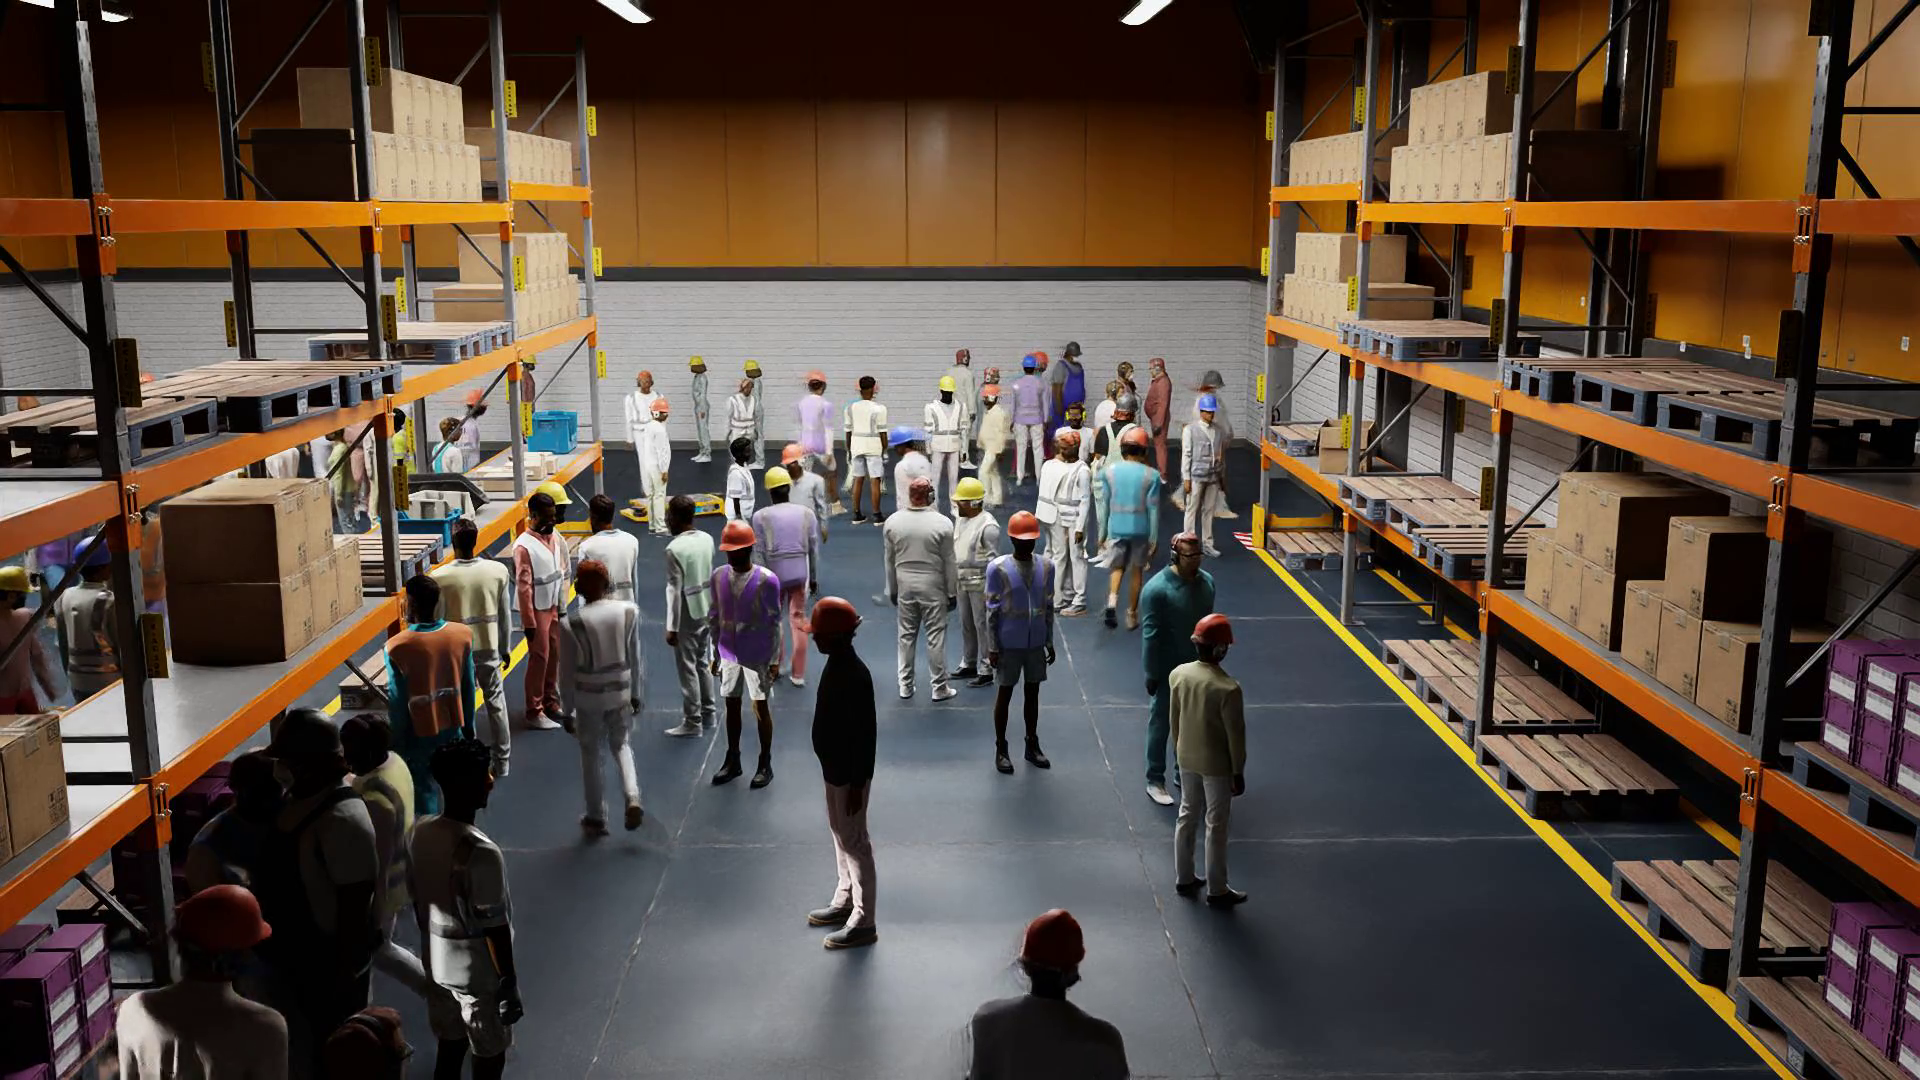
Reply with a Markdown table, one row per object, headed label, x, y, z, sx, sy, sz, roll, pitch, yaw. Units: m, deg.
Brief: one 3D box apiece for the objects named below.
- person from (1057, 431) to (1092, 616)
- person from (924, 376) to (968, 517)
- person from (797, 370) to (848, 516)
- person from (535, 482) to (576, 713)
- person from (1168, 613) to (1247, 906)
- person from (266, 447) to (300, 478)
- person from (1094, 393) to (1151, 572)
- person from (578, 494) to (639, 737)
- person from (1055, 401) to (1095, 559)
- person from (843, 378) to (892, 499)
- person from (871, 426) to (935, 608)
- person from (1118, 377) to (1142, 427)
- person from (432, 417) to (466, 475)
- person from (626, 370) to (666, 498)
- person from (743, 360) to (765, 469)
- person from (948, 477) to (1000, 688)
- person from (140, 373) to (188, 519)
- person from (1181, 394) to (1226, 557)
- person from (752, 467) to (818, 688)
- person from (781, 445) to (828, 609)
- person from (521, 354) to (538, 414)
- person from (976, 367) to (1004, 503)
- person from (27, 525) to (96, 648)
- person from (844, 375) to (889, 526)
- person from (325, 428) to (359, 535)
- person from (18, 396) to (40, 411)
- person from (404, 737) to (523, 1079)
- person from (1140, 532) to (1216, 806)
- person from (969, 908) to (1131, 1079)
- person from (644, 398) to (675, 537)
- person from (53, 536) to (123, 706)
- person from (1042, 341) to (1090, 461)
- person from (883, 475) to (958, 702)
| label | x | y | z | sx | sy | sz | roll | pitch | yaw |
| --- | --- | --- | --- | --- | --- | --- | --- | --- | --- |
| person | 1.127 | -0.174 | 16.898 | 0.356 | 1.886 | 0.574 | -4 | 12 | -21 |
| person | -0.178 | -1.225 | 22.099 | 0.585 | 1.918 | 0.409 | -3 | 12 | -16 |
| person | -1.953 | -1.257 | 22.122 | 0.623 | 1.995 | 0.965 | 8 | 14 | 34 |
| person | -3.301 | 0.481 | 13.505 | 0.366 | 1.927 | 0.585 | -6 | 13 | -28 |
| person | 1.484 | 1.293 | 9.866 | 0.323 | 1.752 | 0.562 | -9 | 14 | -38 |
| person | -7.335 | -0.367 | 17.962 | 0.375 | 1.843 | 0.574 | 5 | 12 | 22 |
| person | 1.904 | -0.663 | 18.957 | 0.673 | 2.000 | 0.535 | 9 | 15 | 39 |
| person | -2.734 | 0.590 | 13.020 | 0.396 | 1.908 | 0.599 | 7 | 13 | 31 |
| person | 1.346 | -0.701 | 19.579 | 0.513 | 1.872 | 0.328 | 1 | 11 | 6 |
| person | -1.343 | -1.443 | 23.679 | 0.564 | 1.725 | 0.816 | 9 | 14 | 37 |
| person | -0.548 | -0.229 | 17.114 | 0.856 | 1.895 | 0.644 | 7 | 13 | 33 |
| person | 2.438 | -1.591 | 24.395 | 0.324 | 1.730 | 0.493 | -10 | 15 | -41 |
| person | -5.589 | -0.434 | 18.299 | 0.508 | 1.844 | 0.336 | 10 | 15 | 41 |
| person | -4.426 | -1.467 | 23.423 | 0.582 | 1.865 | 0.655 | -6 | 13 | -27 |
| person | -3.270 | -1.990 | 26.389 | 0.321 | 1.737 | 0.483 | -1 | 11 | -6 |
| person | 0.109 | 0.359 | 14.360 | 0.403 | 1.828 | 0.597 | -6 | 13 | -29 |
| person | -10.639 | -1.233 | 22.091 | 0.692 | 1.932 | 0.711 | 6 | 13 | 29 |
| person | 2.877 | -0.747 | 19.610 | 0.601 | 1.948 | 0.386 | -6 | 13 | -28 |
| person | -1.546 | 0.304 | 14.474 | 0.626 | 1.888 | 0.802 | -5 | 12 | -24 |
| person | -1.660 | -0.159 | 17.294 | 0.570 | 1.703 | 0.885 | 3 | 12 | 14 |
| person | -7.088 | -2.193 | 27.355 | 0.343 | 1.756 | 0.534 | 0 | 11 | 0 |
| person | 0.427 | -1.485 | 23.427 | 0.401 | 1.904 | 0.641 | -1 | 11 | -5 |
| person | -8.239 | 0.175 | 15.244 | 0.785 | 1.889 | 0.616 | 8 | 14 | 33 |
| person | -1.213 | -1.167 | 21.705 | 0.606 | 1.958 | 0.372 | 5 | 12 | 24 |
| person | -7.115 | -0.550 | 19.107 | 0.339 | 1.761 | 0.524 | -3 | 12 | -13 |
| person | -12.603 | -1.191 | 22.625 | 0.286 | 1.636 | 0.500 | -1 | 11 | -6 |
| person | -2.041 | 1.771 | 6.941 | 0.606 | 1.966 | 0.367 | 9 | 14 | 38 |
| person | 1.550 | 0.879 | 11.563 | 0.652 | 1.906 | 0.402 | -8 | 14 | -36 |
| person | 0.367 | 2.108 | 5.862 | 0.571 | 1.721 | 0.782 | 7 | 13 | 31 |
| person | -3.781 | -0.914 | 20.948 | 0.339 | 1.747 | 0.564 | -5 | 13 | -26 |
| person | -5.740 | 0.939 | 11.154 | 0.602 | 1.949 | 0.395 | 4 | 12 | 21 |
| person | 1.725 | -2.303 | 27.182 | 0.725 | 2.000 | 1.029 | -10 | 15 | -42 |
| person | -0.307 | 0.407 | 13.933 | 0.640 | 1.909 | 0.409 | 4 | 12 | 19 |
